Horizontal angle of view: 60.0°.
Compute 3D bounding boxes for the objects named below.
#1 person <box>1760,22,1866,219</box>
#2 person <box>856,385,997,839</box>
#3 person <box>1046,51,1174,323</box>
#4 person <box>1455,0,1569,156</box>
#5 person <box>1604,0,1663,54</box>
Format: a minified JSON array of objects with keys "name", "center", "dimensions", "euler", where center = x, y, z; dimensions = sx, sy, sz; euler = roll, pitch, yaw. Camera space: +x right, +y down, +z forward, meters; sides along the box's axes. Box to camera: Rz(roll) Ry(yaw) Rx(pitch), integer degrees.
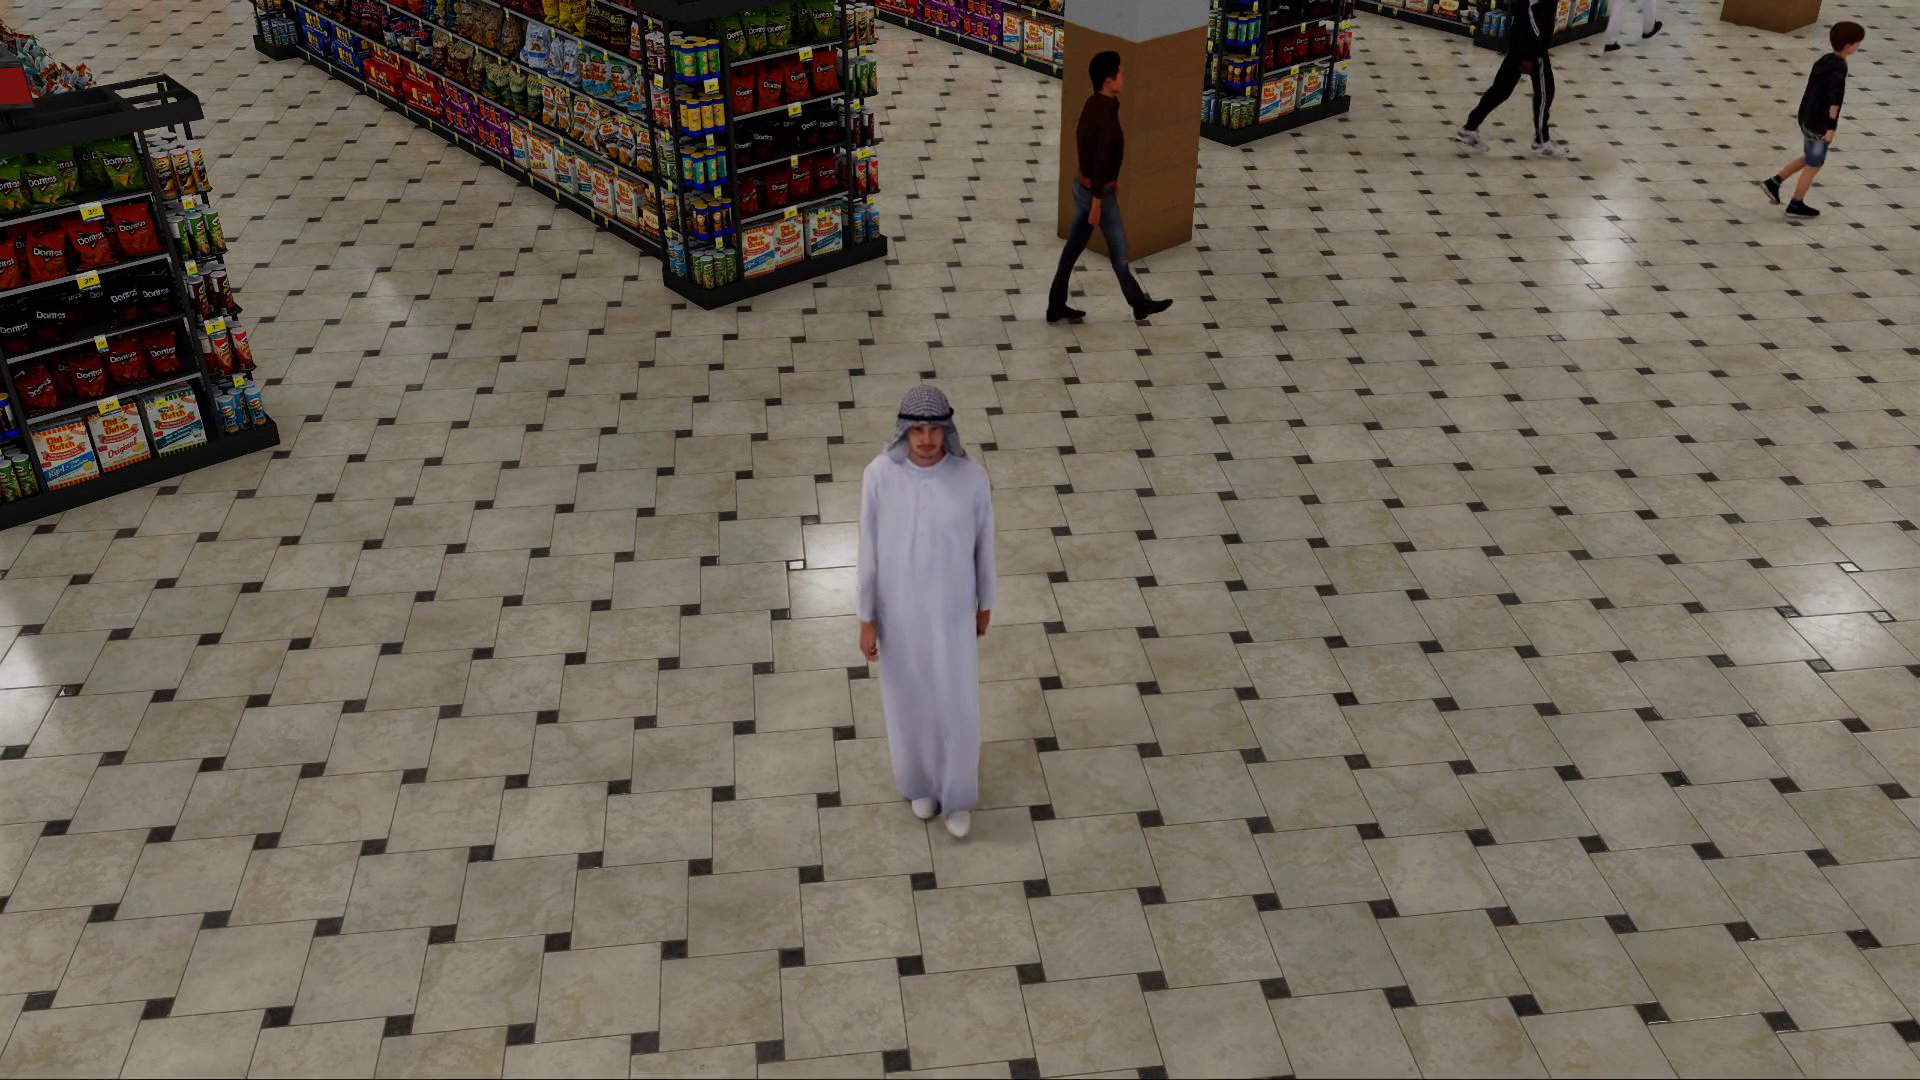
[{"name":"person","center":[6.230,-3.066,12.185],"dimensions":[0.790,1.438,0.725],"euler":[4,32,7]},{"name":"person","center":[-0.138,0.226,6.448],"dimensions":[0.901,1.910,0.962],"euler":[2,32,3]},{"name":"person","center":[0.756,-2.153,10.429],"dimensions":[1.076,1.743,1.103],"euler":[-4,32,-6]},{"name":"person","center":[4.432,-3.944,13.252],"dimensions":[1.185,1.801,1.177],"euler":[0,32,0]},{"name":"person","center":[6.431,-5.514,15.802],"dimensions":[1.205,1.773,0.847],"euler":[26,40,35]}]
